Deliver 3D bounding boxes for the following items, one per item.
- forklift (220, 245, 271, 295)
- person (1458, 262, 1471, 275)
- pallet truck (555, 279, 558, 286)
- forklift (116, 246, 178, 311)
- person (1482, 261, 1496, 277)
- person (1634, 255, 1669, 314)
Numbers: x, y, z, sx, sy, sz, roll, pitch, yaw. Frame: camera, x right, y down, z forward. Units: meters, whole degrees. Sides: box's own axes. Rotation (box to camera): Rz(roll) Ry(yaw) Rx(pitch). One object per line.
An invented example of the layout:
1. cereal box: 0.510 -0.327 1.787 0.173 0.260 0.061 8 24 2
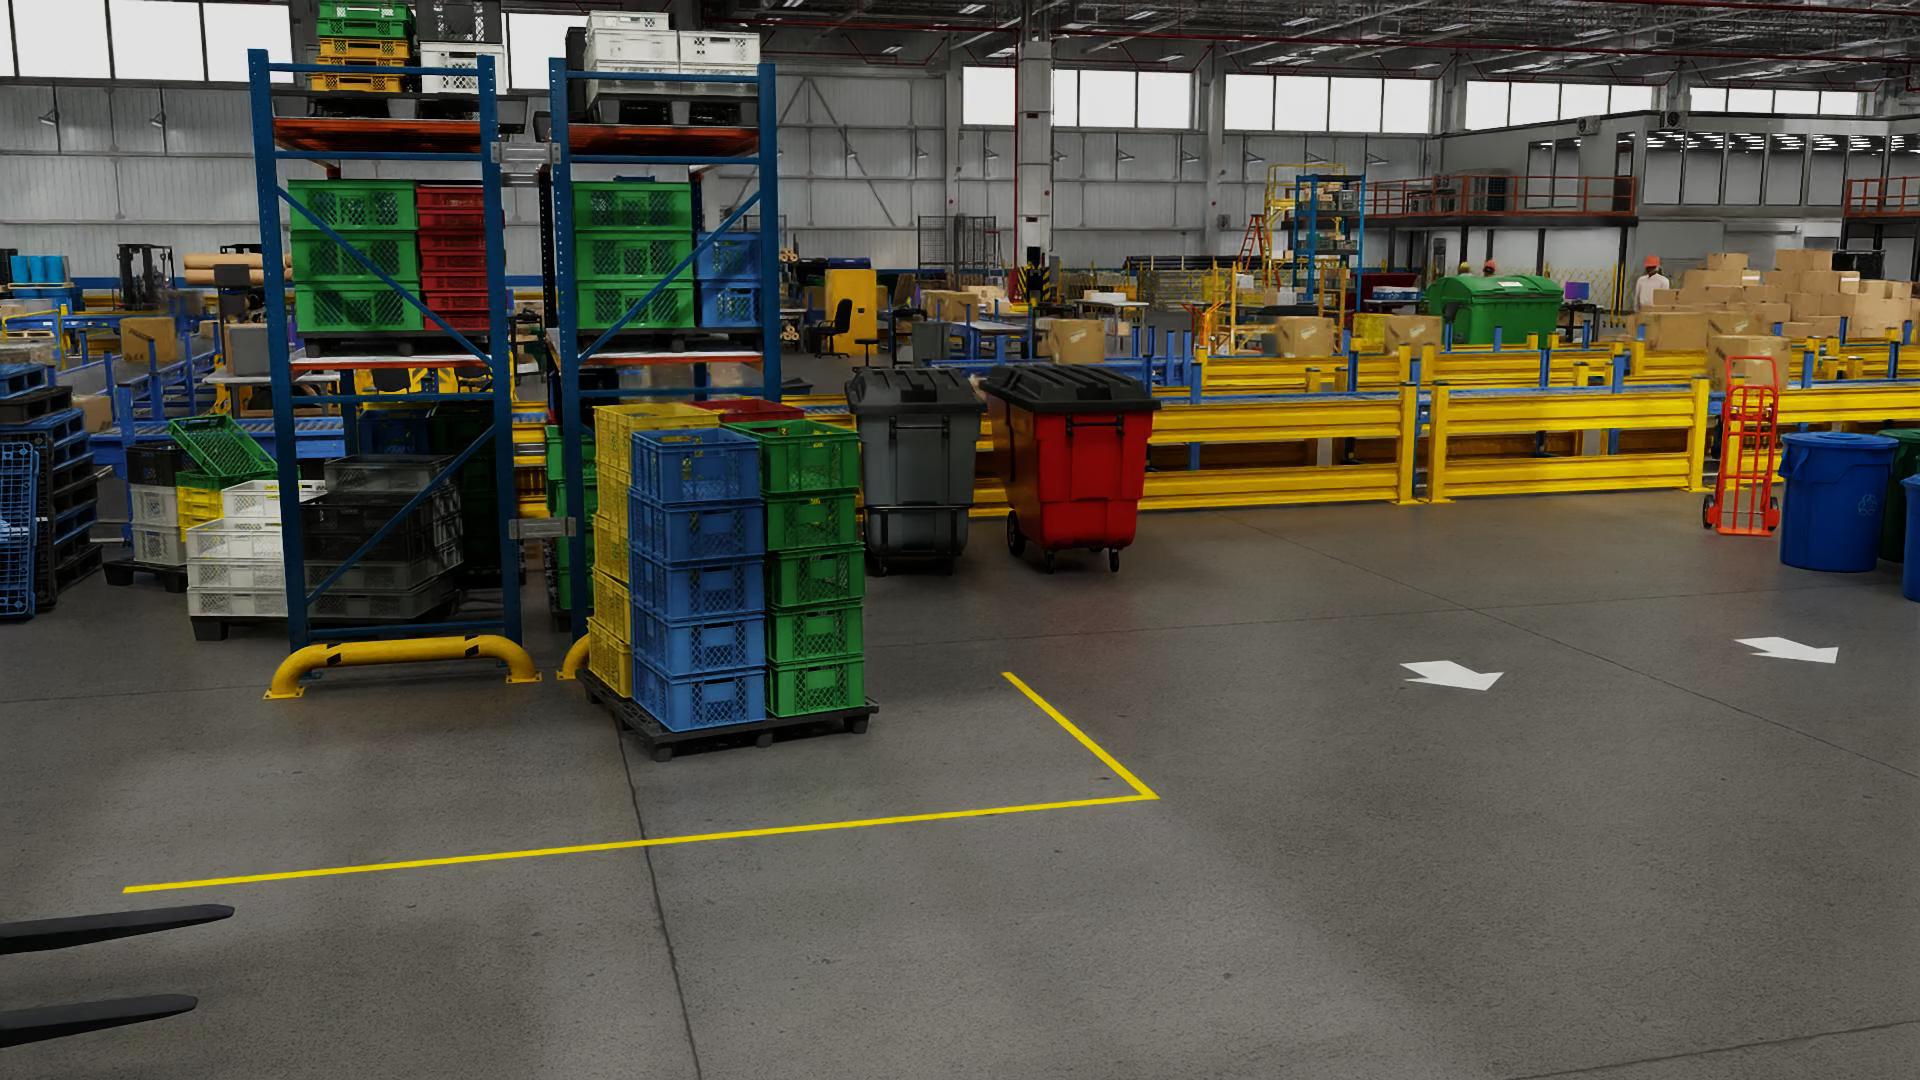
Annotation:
1. forklift: -17.749 -6.334 41.440 1.157 1.987 2.680 -3 10 -17
2. person: 12.854 -6.257 42.674 0.515 1.702 0.837 -3 10 -14
3. pallet truck: -10.604 -6.375 44.520 0.653 1.274 1.630 -3 10 -15
4. forklift: -19.966 -6.232 40.894 1.157 1.987 2.680 -3 10 -15
5. person: 9.518 -4.113 30.146 0.638 1.854 1.015 -7 12 -35
6. person: 11.648 -3.805 28.074 0.428 1.982 0.630 -6 11 -29
